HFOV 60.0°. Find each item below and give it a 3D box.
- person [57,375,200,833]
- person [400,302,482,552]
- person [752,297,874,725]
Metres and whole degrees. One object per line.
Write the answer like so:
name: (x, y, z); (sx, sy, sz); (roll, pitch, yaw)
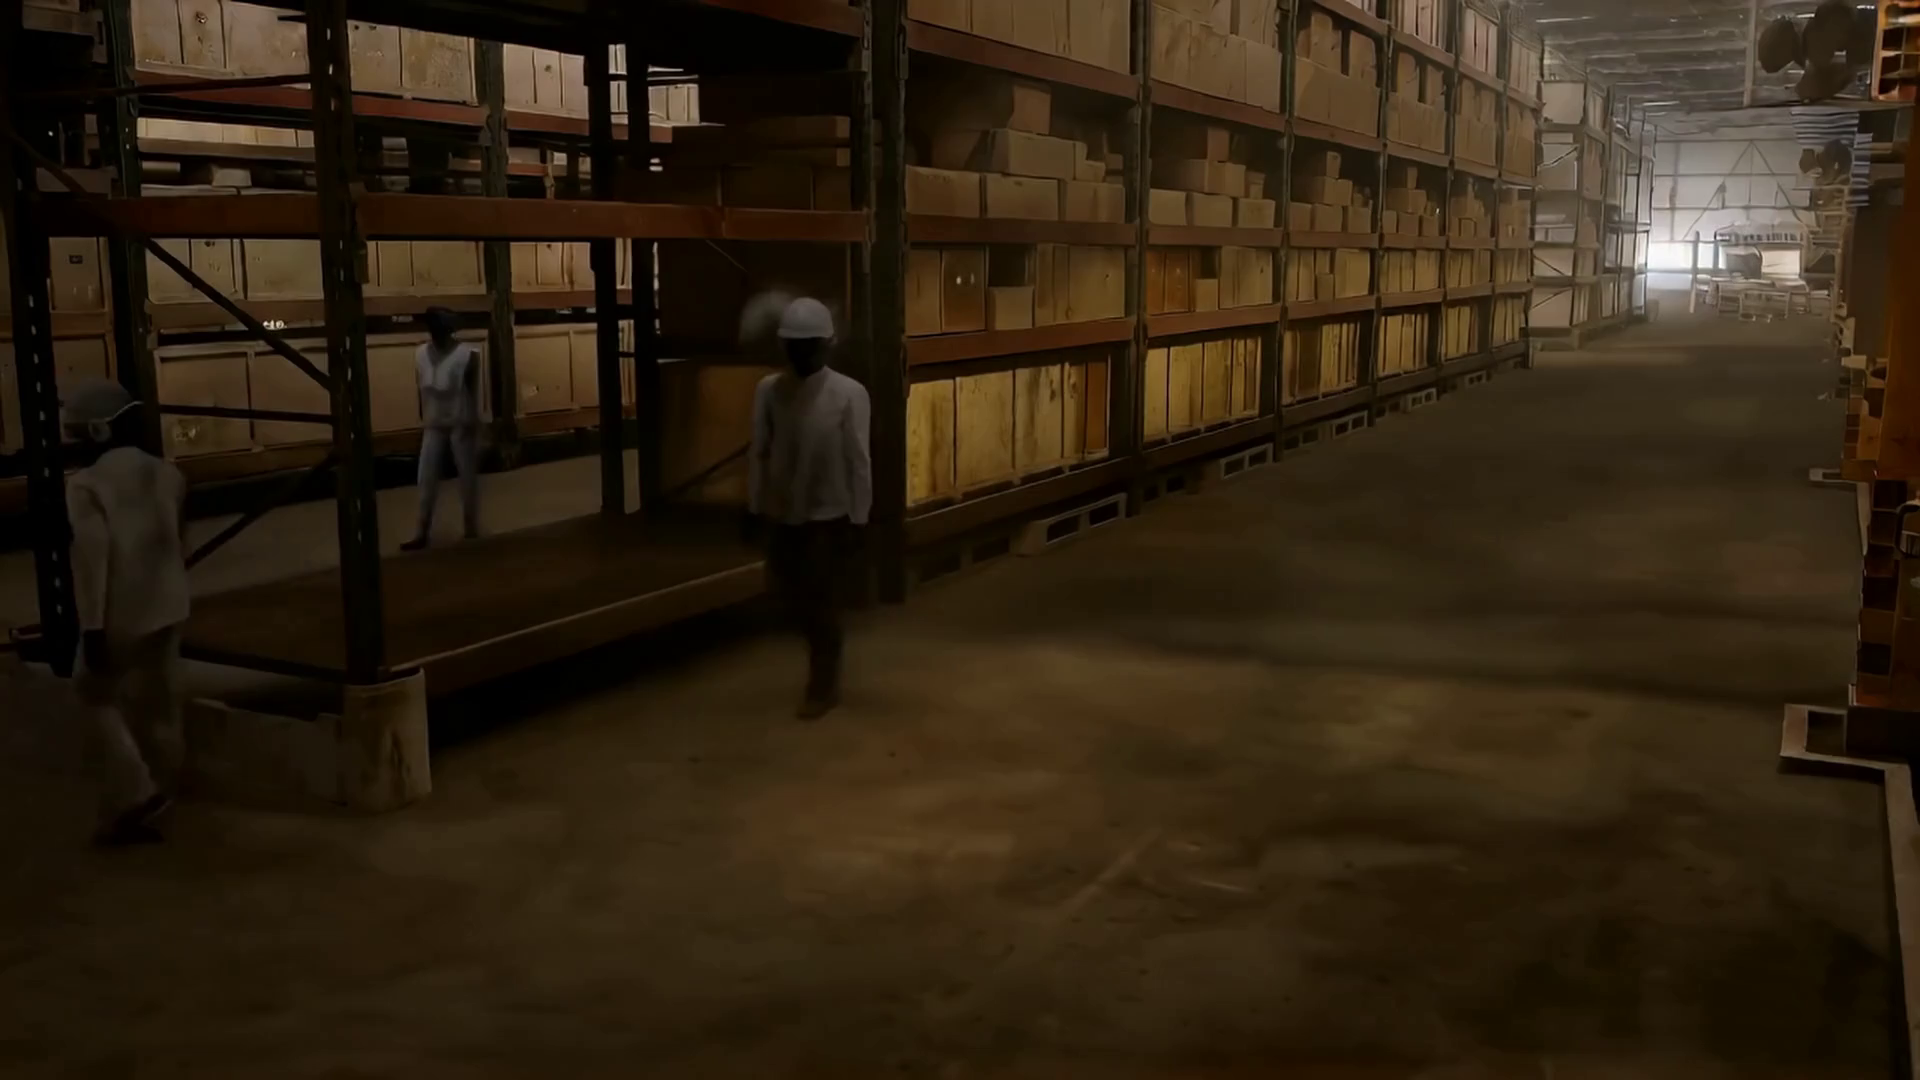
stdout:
person: (-3.098, 0.253, 6.195); (0.450, 1.726, 0.600); (2, 10, 14)
person: (-3.744, -0.794, 12.030); (0.585, 1.813, 0.840); (3, 10, 18)
person: (-0.677, -0.143, 7.785); (0.632, 1.976, 0.528); (5, 11, 26)
